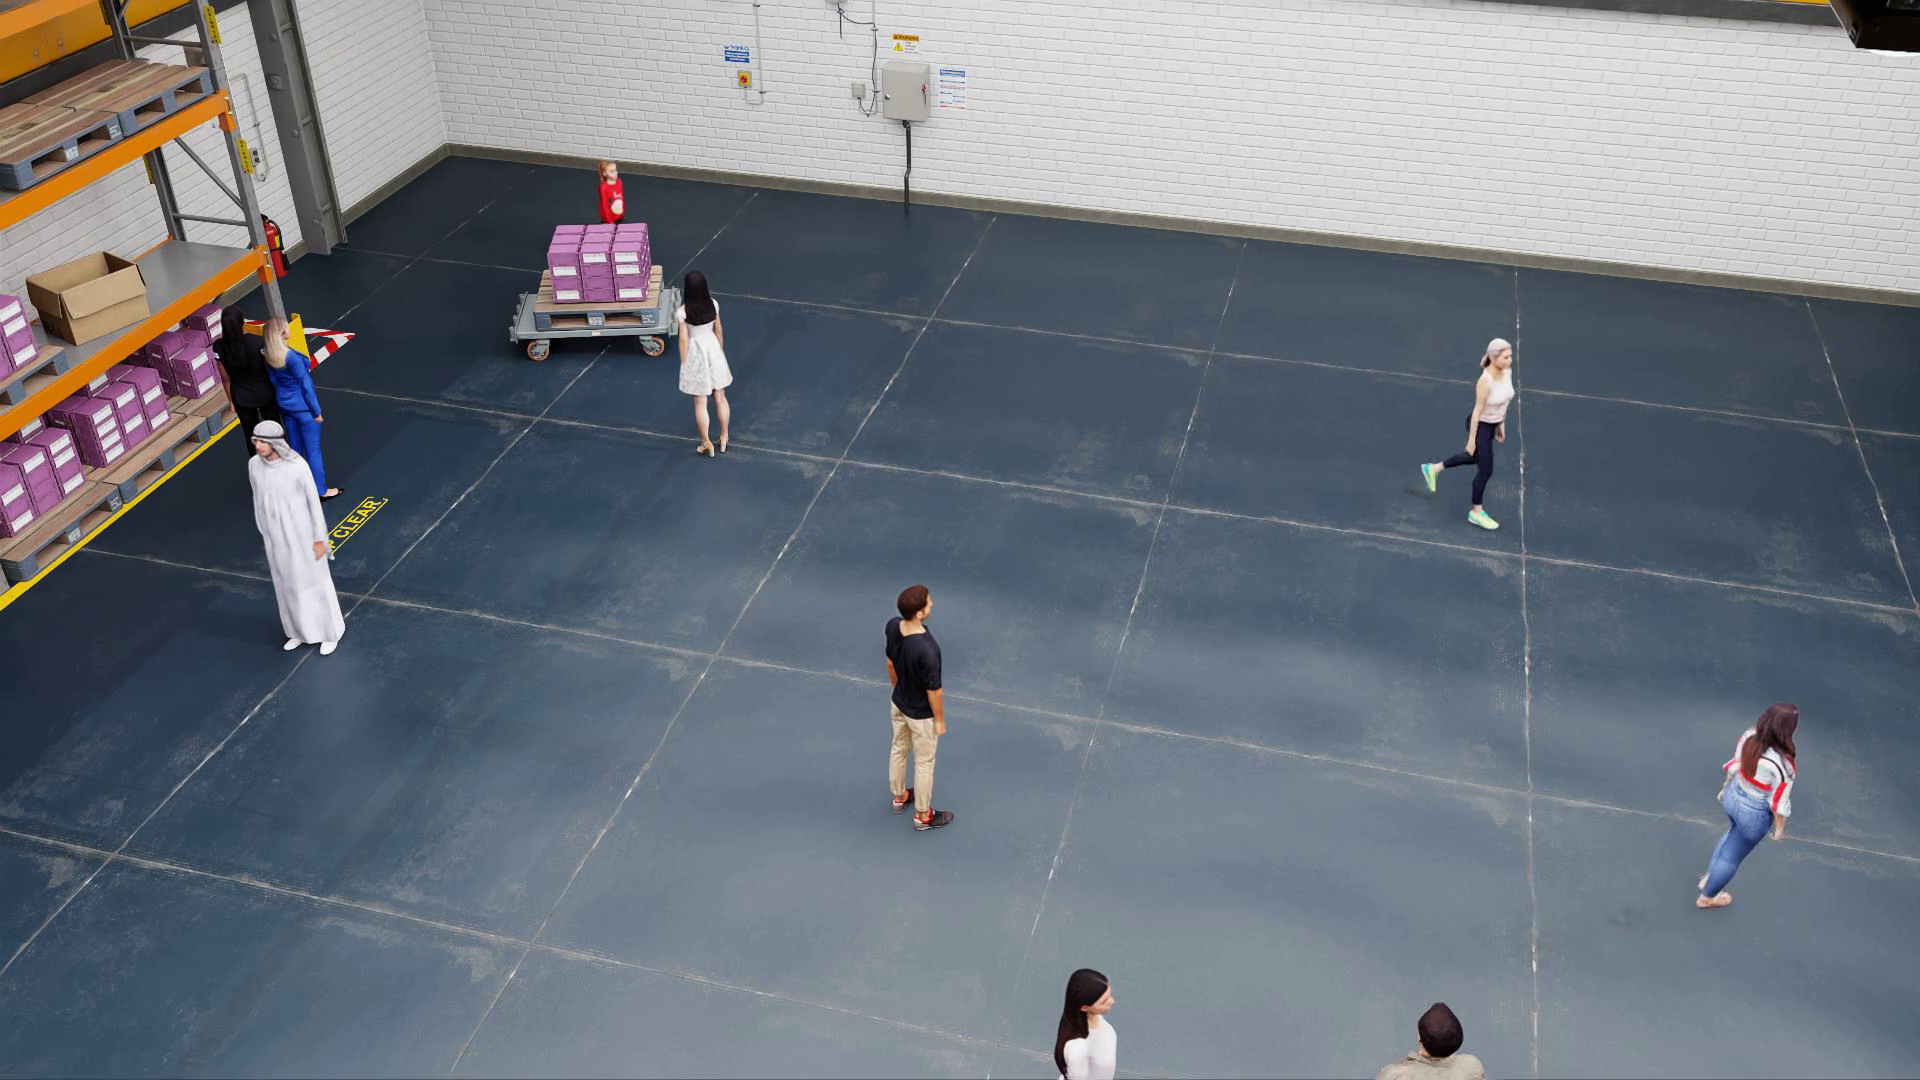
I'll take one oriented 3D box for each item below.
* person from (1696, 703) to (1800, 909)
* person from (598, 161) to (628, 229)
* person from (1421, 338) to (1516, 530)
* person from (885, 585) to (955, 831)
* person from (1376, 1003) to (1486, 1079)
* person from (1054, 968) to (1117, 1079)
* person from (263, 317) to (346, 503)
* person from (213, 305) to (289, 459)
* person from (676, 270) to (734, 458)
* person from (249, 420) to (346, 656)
[{"bbox_3d":[4.693,1.635,10.049,0.764,1.606,0.658,-9,35,-13],"label":"person"},{"bbox_3d":[-3.823,-3.510,18.112,0.785,1.249,0.936,22,39,29],"label":"person"},{"bbox_3d":[4.280,-0.941,13.857,0.957,1.681,1.060,27,42,34],"label":"person"},{"bbox_3d":[-0.290,1.062,10.684,0.732,1.858,0.722,-25,41,-32],"label":"person"},{"bbox_3d":[2.181,2.948,7.846,0.821,1.859,0.804,-6,34,-8],"label":"person"},{"bbox_3d":[0.585,2.762,8.172,0.677,1.808,0.476,6,34,9],"label":"person"},{"bbox_3d":[-5.622,-1.112,14.097,0.687,1.700,0.646,19,38,26],"label":"person"},{"bbox_3d":[-6.037,-1.219,14.233,0.709,1.729,0.735,-9,35,-13],"label":"person"},{"bbox_3d":[-2.267,-1.559,14.703,0.775,1.774,0.835,-18,37,-24],"label":"person"},{"bbox_3d":[-4.920,-0.037,12.275,0.692,1.926,0.627,7,34,11],"label":"person"}]
